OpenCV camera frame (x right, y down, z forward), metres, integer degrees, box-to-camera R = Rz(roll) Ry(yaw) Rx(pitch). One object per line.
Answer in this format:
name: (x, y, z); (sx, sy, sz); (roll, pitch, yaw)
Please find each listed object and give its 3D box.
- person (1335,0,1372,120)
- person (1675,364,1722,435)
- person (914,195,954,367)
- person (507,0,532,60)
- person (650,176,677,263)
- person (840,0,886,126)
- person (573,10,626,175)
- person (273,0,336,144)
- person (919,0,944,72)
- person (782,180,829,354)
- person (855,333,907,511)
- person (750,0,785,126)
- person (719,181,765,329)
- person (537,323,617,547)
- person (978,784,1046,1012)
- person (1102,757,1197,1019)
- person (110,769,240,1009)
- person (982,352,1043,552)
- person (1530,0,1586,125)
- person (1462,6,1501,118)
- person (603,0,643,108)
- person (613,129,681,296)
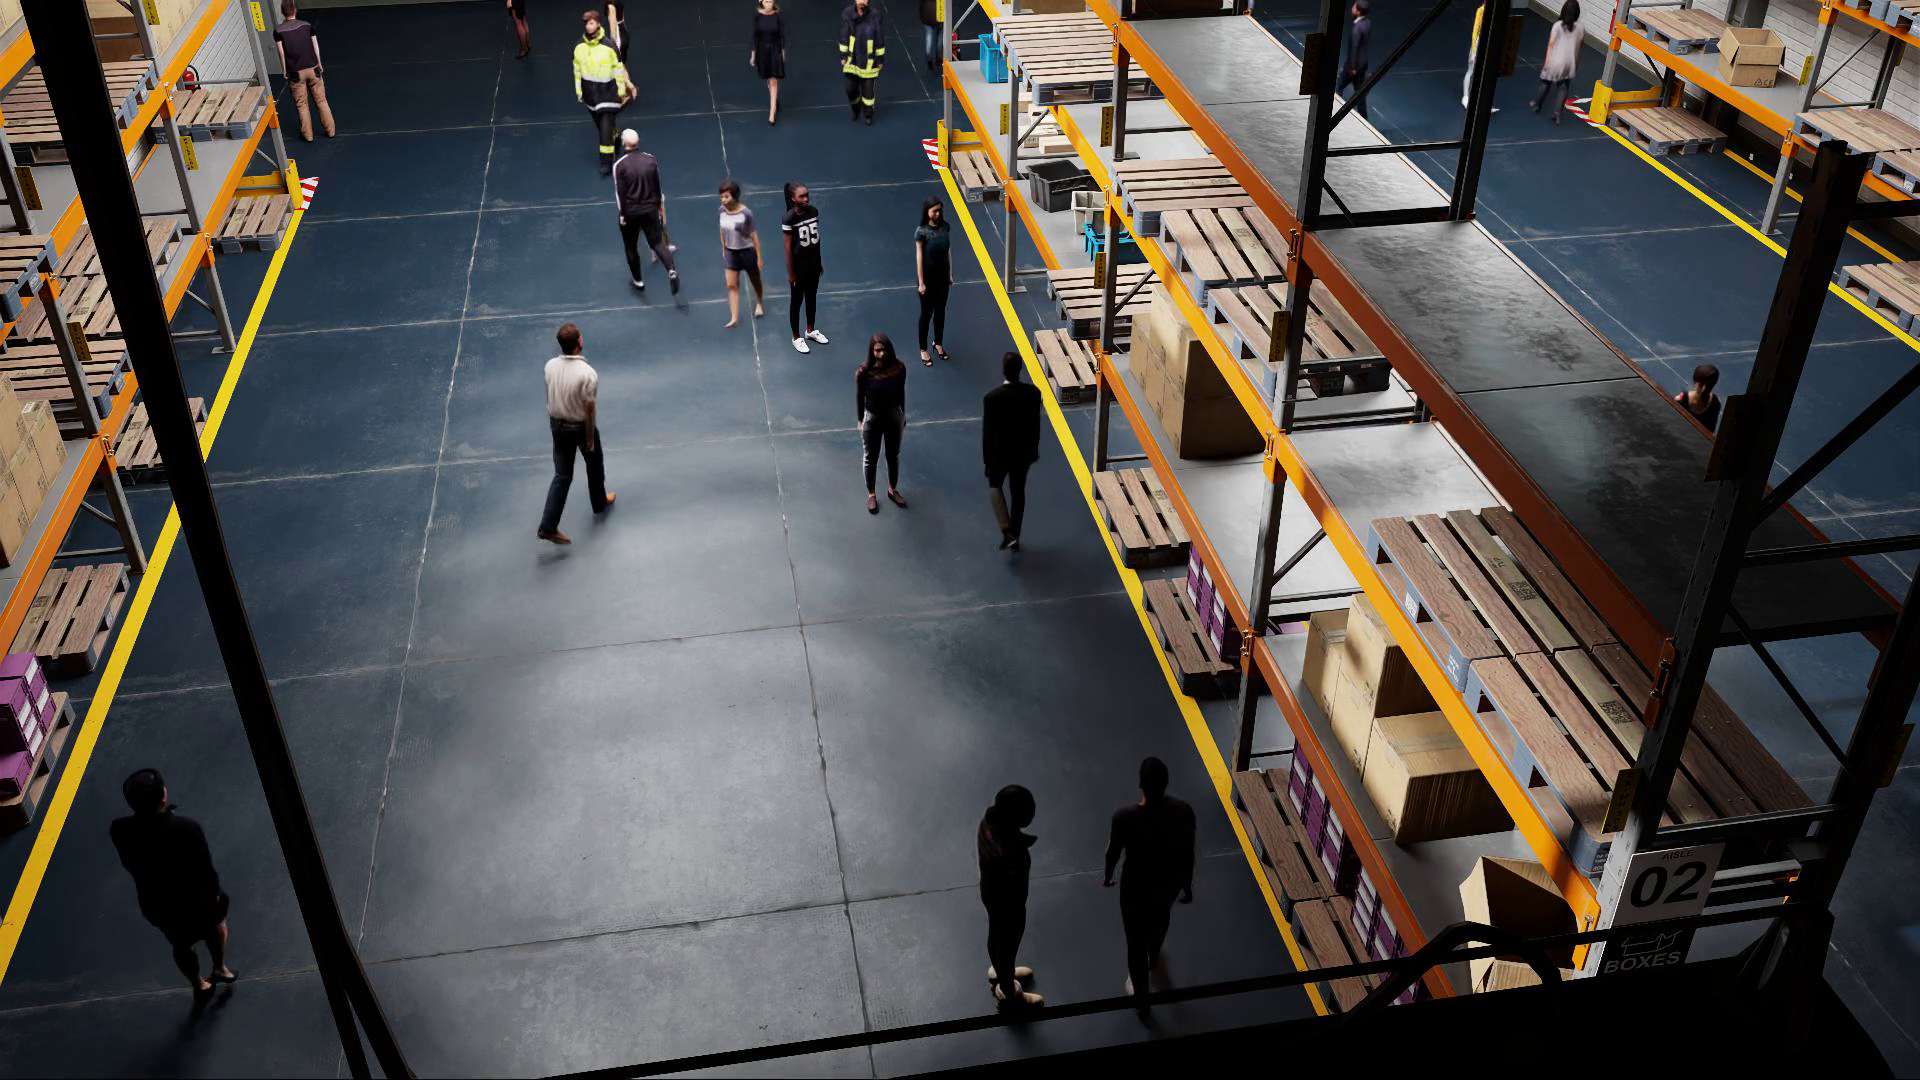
person: (5.277, -6.199, 21.806); (1.016, 1.699, 0.963); (21, 39, 28)
person: (6.033, -0.801, 13.838); (0.751, 1.530, 0.918); (7, 34, 11)
person: (-0.261, -2.552, 16.286); (0.629, 1.737, 0.634); (-23, 40, -31)
person: (-6.545, -7.976, 24.474); (0.694, 1.706, 0.515); (3, 34, 4)
person: (-3.412, -3.571, 18.479); (0.578, 1.005, 0.673); (10, 35, 15)
person: (-1.297, -6.460, 22.063); (0.834, 1.850, 0.802); (2, 34, 3)
person: (-4.434, -5.619, 20.715); (1.067, 1.941, 1.343); (7, 34, 10)
person: (-8.503, -6.088, 21.512); (0.762, 1.840, 0.732); (-19, 38, -27)
person: (-0.373, -7.549, 23.913); (0.813, 1.615, 1.051); (5, 34, 7)
person: (-1.562, -2.741, 16.578); (0.759, 1.729, 0.714); (26, 42, 33)
person: (-0.655, -1.006, 14.076); (0.632, 1.608, 0.589); (-11, 35, -17)
person: (-2.538, -6.477, 22.212); (0.757, 1.712, 1.126); (2, 34, 3)
person: (-2.231, -2.989, 17.136); (0.946, 1.524, 1.083); (9, 35, 13)
person: (-3.220, -0.805, 13.616); (1.132, 1.784, 1.356); (13, 36, 19)
person: (0.240, 2.043, 9.441); (0.662, 1.660, 0.589); (8, 35, 12)
person: (1.086, 2.021, 9.401); (0.685, 1.743, 0.845); (-4, 34, -5)
person: (-4.475, 2.054, 9.424); (0.715, 1.661, 0.679); (-2, 34, -4)
person: (0.442, -0.640, 13.362); (0.681, 1.790, 0.763); (-8, 34, -12)
person: (8.022, -6.339, 22.128); (0.735, 1.576, 0.963); (0, 34, -1)
person: (7.014, -6.613, 22.431); (0.630, 1.697, 1.179); (-4, 34, -6)
person: (-4.538, -6.726, 22.522); (0.783, 1.784, 0.726); (4, 34, 6)
person: (-3.310, -3.373, 17.457); (0.962, 1.807, 1.180); (-21, 39, -29)
